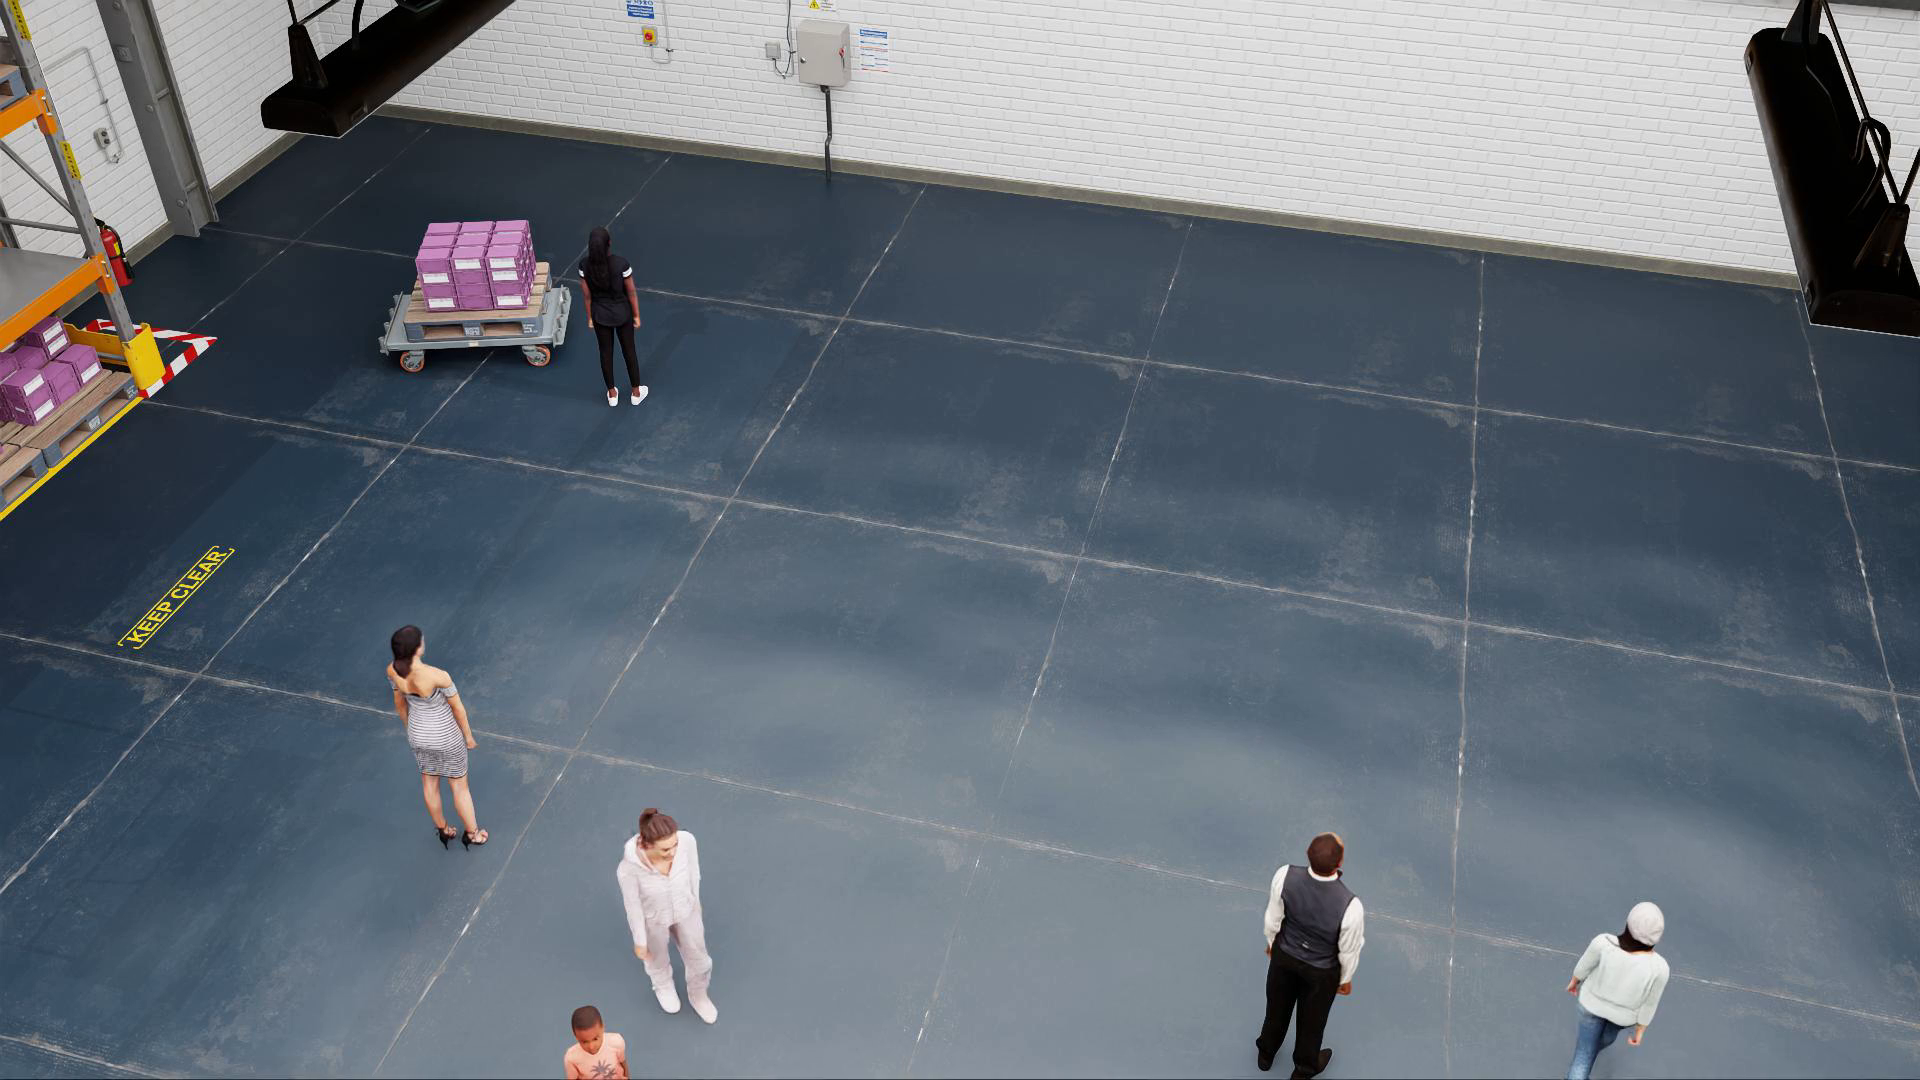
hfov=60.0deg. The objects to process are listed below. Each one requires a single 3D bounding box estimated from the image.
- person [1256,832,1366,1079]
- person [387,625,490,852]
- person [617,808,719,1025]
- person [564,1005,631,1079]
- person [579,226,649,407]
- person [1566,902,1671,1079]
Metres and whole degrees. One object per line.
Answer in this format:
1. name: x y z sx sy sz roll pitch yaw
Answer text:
1. person: 1.882 2.271 9.027 0.754 1.917 0.698 22 44 25
2. person: -3.276 1.252 10.379 0.607 1.822 0.526 8 39 10
3. person: -1.717 2.071 9.477 0.805 1.668 0.865 -18 42 -21
4. person: -1.879 2.894 8.732 0.564 1.311 0.615 -16 41 -19
5. person: -3.021 -1.948 14.460 0.679 1.729 0.665 -1 39 -1
6. person: 3.462 2.567 8.909 0.789 1.602 1.185 20 43 23
